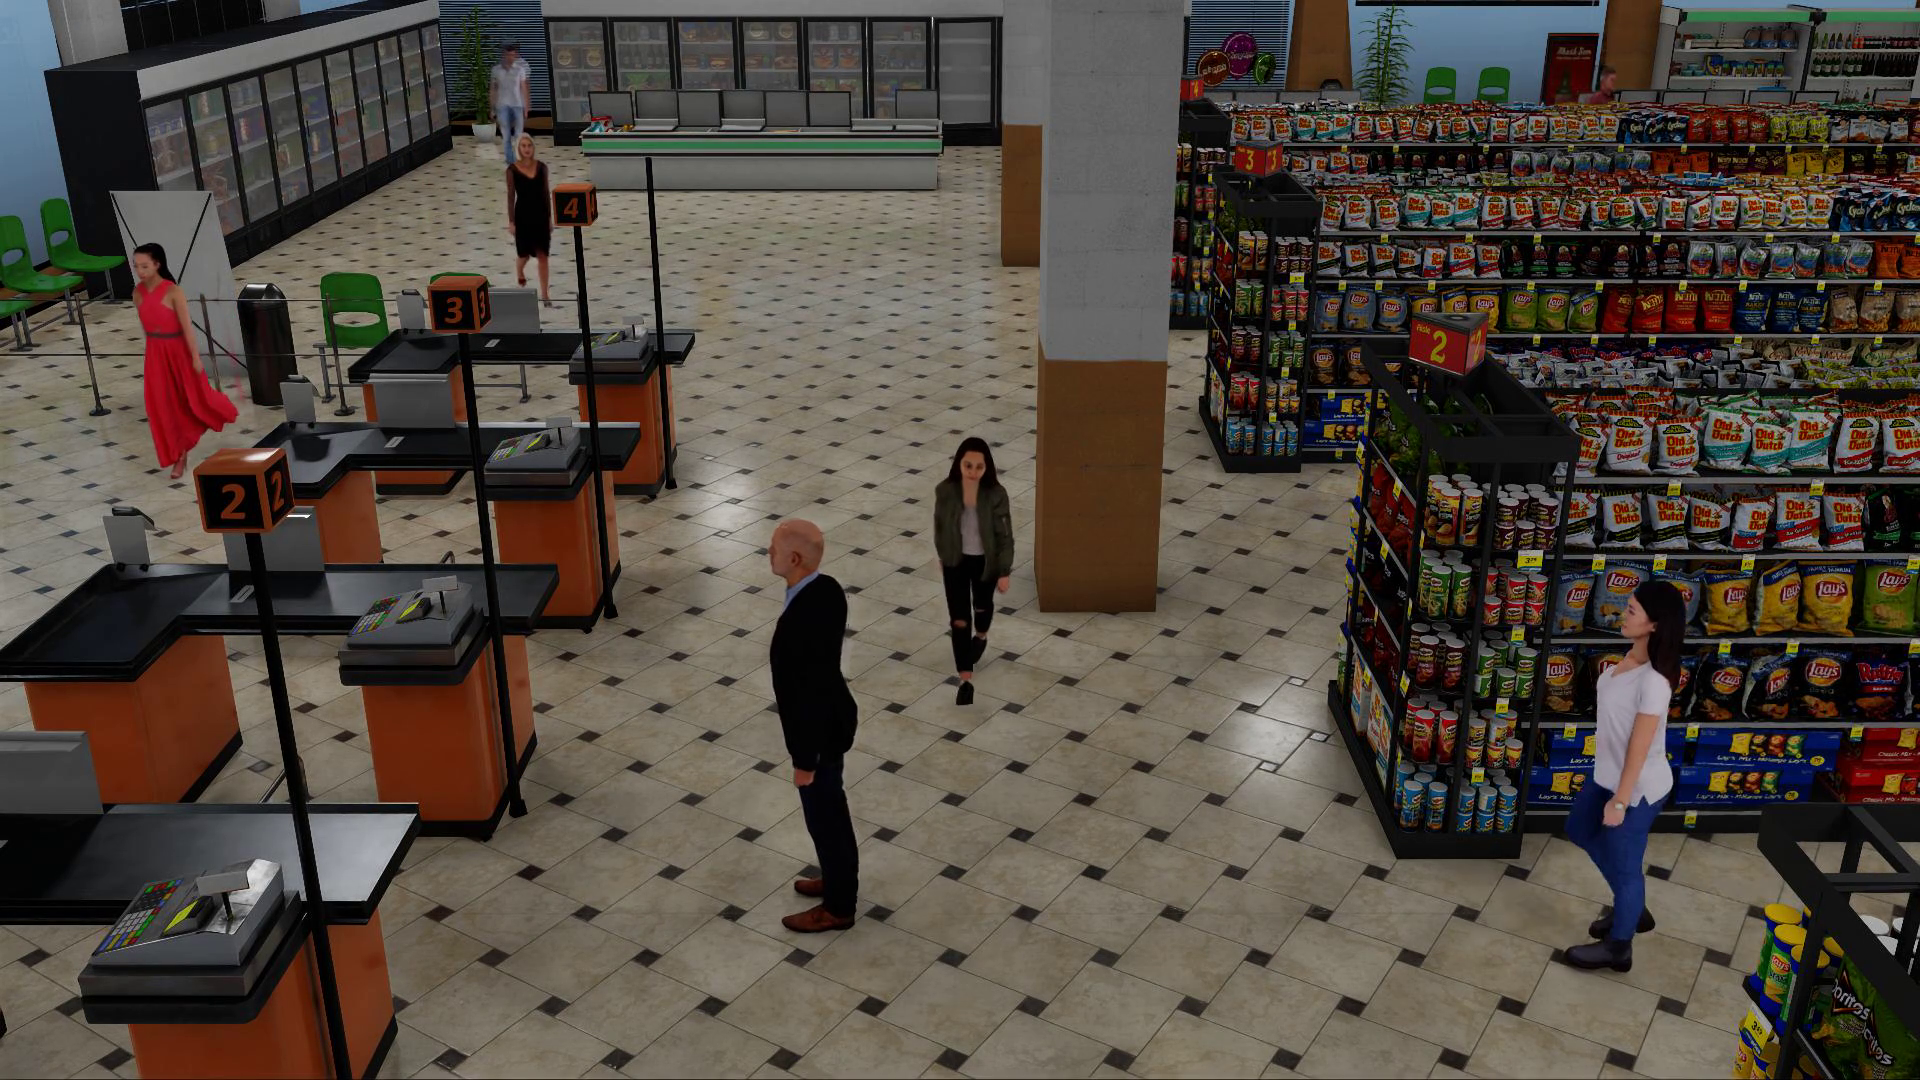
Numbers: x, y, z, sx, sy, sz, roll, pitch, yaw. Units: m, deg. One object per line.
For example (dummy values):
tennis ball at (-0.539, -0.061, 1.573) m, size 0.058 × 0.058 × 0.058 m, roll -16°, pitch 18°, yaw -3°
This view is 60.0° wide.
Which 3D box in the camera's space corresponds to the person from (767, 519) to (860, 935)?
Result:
person at (-0.574, 0.762, 6.736) m, size 0.560 × 1.795 × 0.690 m, roll 1°, pitch 22°, yaw 2°

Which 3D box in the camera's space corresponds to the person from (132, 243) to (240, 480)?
person at (-5.660, -1.317, 12.060) m, size 1.032 × 1.683 × 0.706 m, roll 2°, pitch 22°, yaw 6°

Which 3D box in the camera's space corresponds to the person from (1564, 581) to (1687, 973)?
person at (2.670, 0.957, 6.409) m, size 0.662 × 1.677 × 0.642 m, roll 4°, pitch 22°, yaw 9°

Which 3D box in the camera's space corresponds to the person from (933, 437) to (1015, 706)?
person at (0.060, 0.115, 8.850) m, size 1.003 × 1.420 × 0.712 m, roll 4°, pitch 22°, yaw 9°

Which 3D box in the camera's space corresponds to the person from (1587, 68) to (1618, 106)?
person at (8.091, -5.101, 21.316) m, size 1.193 × 1.803 × 1.171 m, roll -15°, pitch 26°, yaw -33°

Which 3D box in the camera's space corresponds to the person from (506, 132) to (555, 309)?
person at (-4.333, -3.217, 16.727) m, size 0.973 × 1.730 × 0.935 m, roll -13°, pitch 25°, yaw -28°

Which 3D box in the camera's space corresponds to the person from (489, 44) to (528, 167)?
person at (-6.524, -6.226, 24.089) m, size 0.824 × 1.823 × 0.826 m, roll -3°, pitch 22°, yaw -7°
